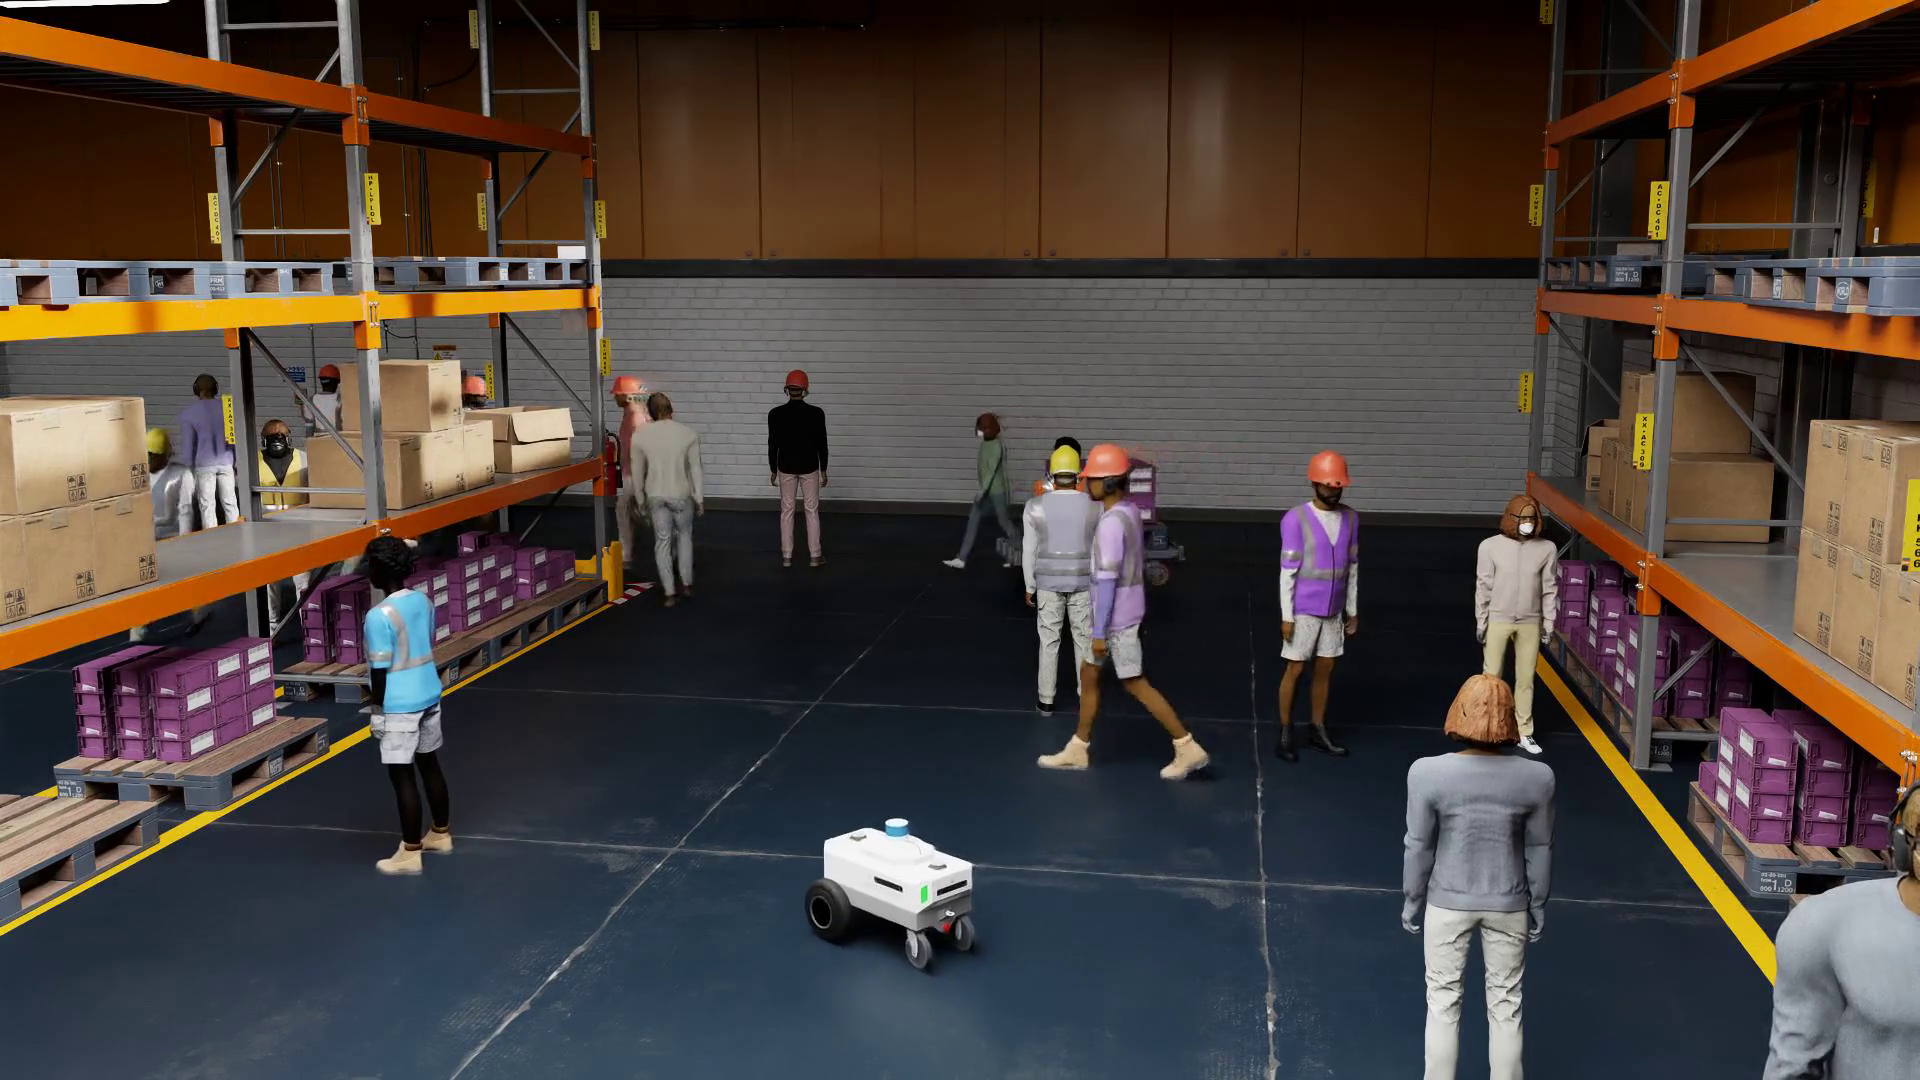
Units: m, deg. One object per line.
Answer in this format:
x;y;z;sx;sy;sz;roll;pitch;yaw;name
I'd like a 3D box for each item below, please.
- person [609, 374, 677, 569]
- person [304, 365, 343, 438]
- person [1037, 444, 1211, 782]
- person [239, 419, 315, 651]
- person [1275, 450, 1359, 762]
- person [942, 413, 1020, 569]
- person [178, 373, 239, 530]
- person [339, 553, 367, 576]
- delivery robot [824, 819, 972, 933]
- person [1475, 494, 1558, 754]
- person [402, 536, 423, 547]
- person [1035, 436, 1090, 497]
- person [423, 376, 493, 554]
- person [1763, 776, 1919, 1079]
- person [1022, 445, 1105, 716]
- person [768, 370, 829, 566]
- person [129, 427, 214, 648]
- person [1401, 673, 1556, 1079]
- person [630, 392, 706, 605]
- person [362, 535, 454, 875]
-3.199;-0.680;16.658;0.760;1.970;0.617;-2;9;-10;person
-7.158;-1.033;18.972;0.547;1.926;0.389;0;9;2;person
0.995;0.432;9.745;1.017;2.005;0.618;2;9;12;person
-5.343;-0.038;13.129;0.622;1.837;0.428;-4;10;-24;person
2.190;0.405;10.118;0.556;1.926;0.434;-4;10;-24;person
0.291;-0.484;16.644;0.881;1.579;0.487;-5;10;-26;person
-7.710;-0.746;17.163;0.352;1.937;0.635;8;12;41;person
-5.284;-0.326;14.923;0.977;1.839;0.581;-8;12;-41;person
-0.278;1.483;7.385;0.707;0.478;0.477;9;13;44;delivery robot
3.438;0.524;10.300;0.500;1.628;0.277;0;9;3;person
-6.066;-0.848;18.097;0.429;1.839;0.633;-1;9;-7;person
0.834;0.031;13.110;0.541;1.696;0.315;-2;9;-10;person
-5.161;-0.758;17.332;0.865;1.909;0.556;-3;10;-16;person
2.097;1.441;3.671;0.627;1.941;0.370;2;9;10;person
0.712;0.279;11.159;0.590;1.837;0.404;0;9;2;person
-1.631;-0.720;16.827;0.611;1.996;0.378;0;9;3;person
-6.294;-0.022;13.198;0.609;1.791;0.789;1;9;7;person
1.771;1.261;5.723;0.500;1.633;0.280;1;9;7;person
-2.628;-0.387;15.077;0.667;1.897;0.783;-1;9;-4;person
-2.778;0.816;8.309;0.322;1.691;0.536;2;9;11;person
